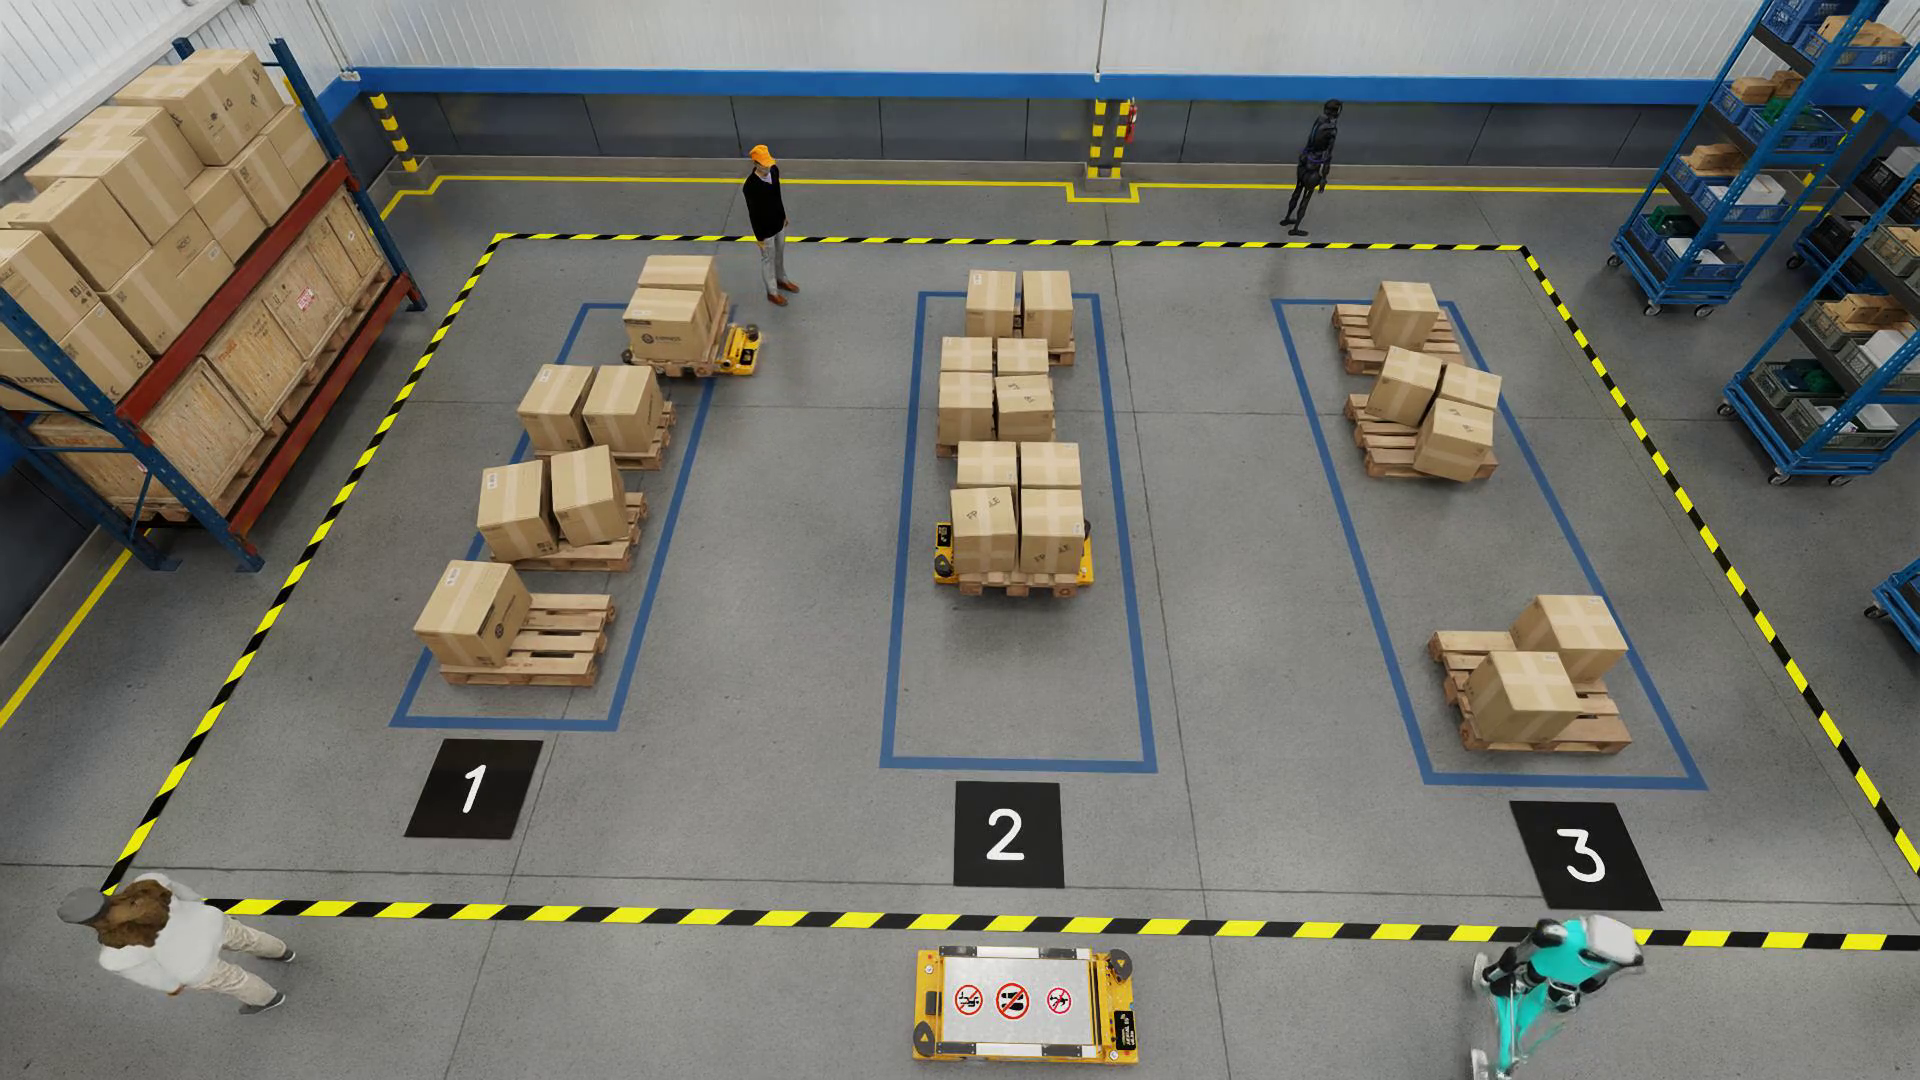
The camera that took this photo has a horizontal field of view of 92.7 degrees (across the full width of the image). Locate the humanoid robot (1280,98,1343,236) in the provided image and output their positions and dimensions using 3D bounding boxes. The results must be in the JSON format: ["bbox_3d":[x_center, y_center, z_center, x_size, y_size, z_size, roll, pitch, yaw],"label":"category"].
[{"bbox_3d":[4.359,-4.611,11.325,0.315,1.659,0.599,-7,51,-6],"label":"humanoid robot"}]

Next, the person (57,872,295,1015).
[{"bbox_3d":[-4.651,2.445,5.528,0.404,1.762,0.562,-5,51,-4],"label":"person"}]

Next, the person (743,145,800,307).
[{"bbox_3d":[-2.123,-3.544,10.334,0.379,1.881,0.589,19,53,15],"label":"person"}]

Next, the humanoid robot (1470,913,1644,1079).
[{"bbox_3d":[3.344,2.747,5.316,0.546,1.740,1.049,11,52,9],"label":"humanoid robot"}]

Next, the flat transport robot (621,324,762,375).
[{"bbox_3d":[-2.986,-2.140,10.212,1.431,0.197,0.652,1,51,1],"label":"flat transport robot"}]

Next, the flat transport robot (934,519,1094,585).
[{"bbox_3d":[0.490,0.087,8.397,1.431,0.197,0.652,1,51,1],"label":"flat transport robot"}]

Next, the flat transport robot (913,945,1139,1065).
[{"bbox_3d":[0.422,3.041,6.007,1.431,0.231,0.659,1,51,1],"label":"flat transport robot"}]
